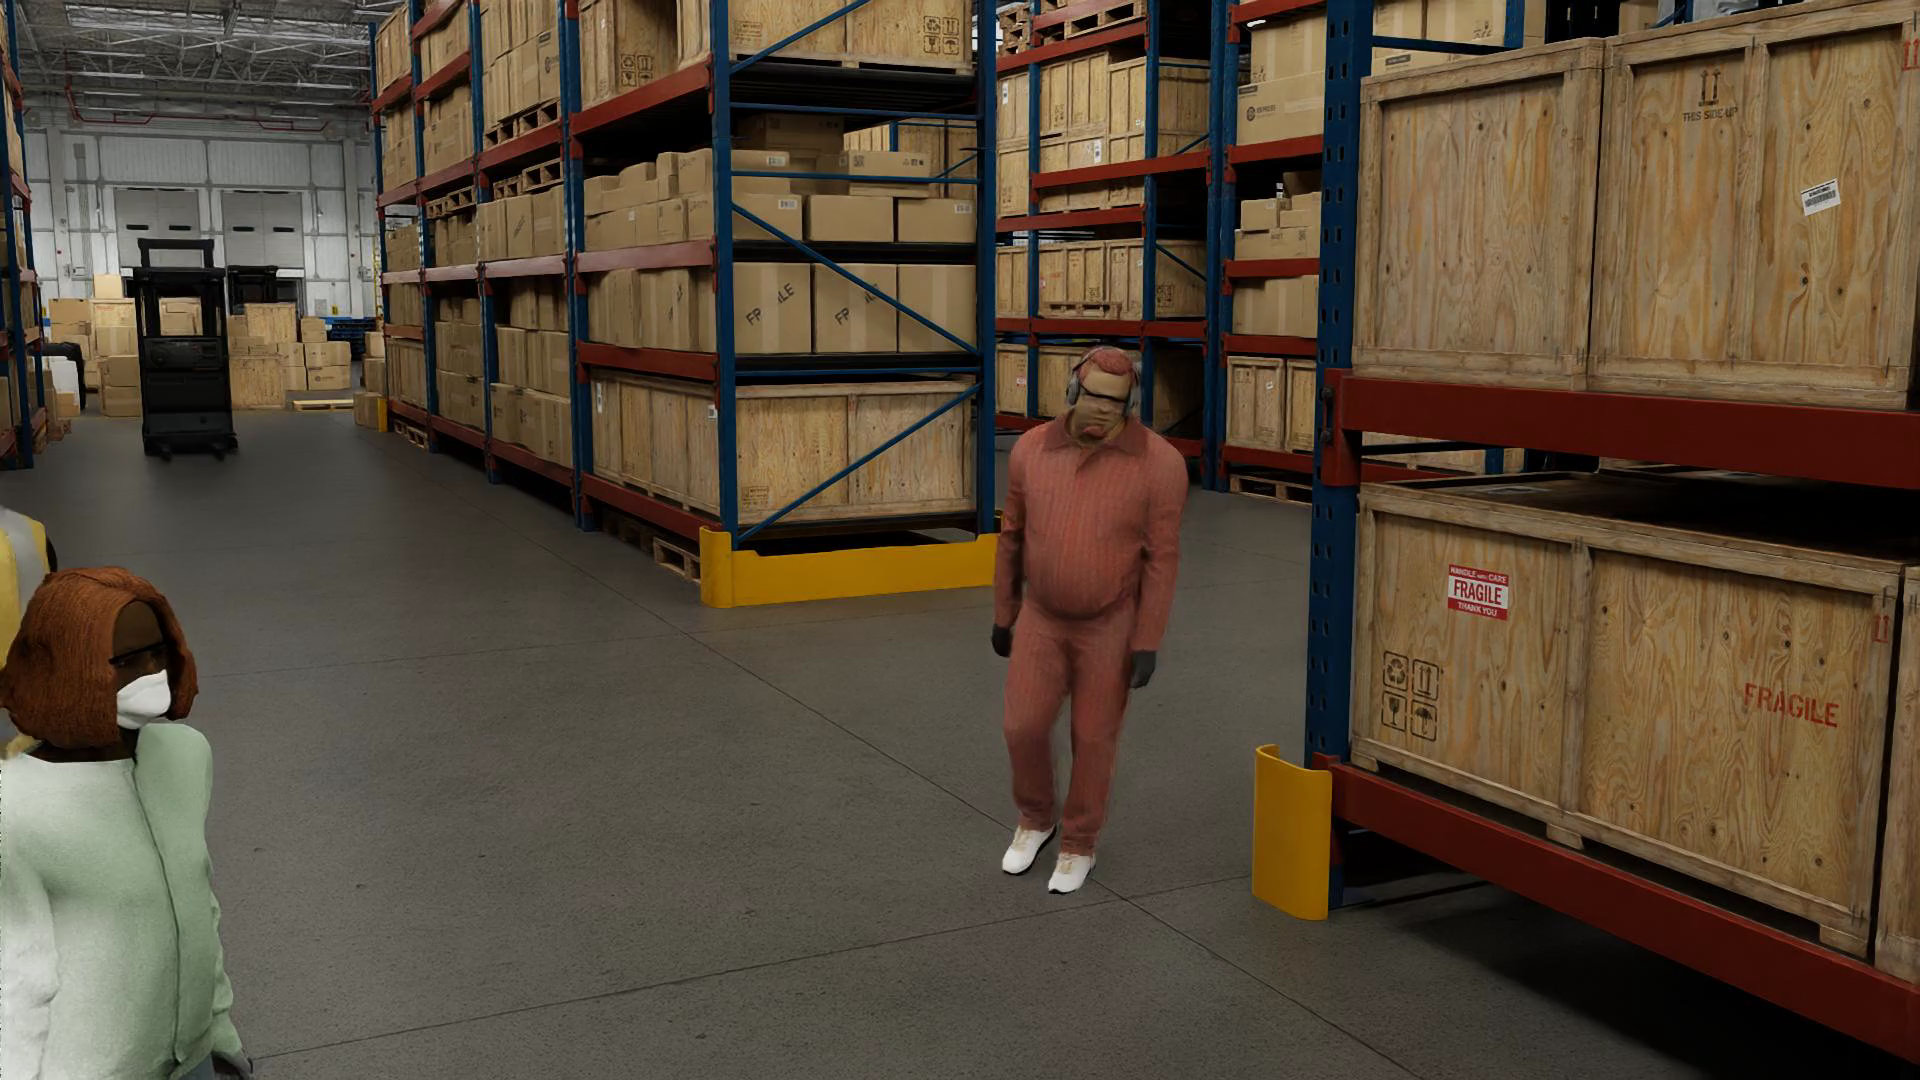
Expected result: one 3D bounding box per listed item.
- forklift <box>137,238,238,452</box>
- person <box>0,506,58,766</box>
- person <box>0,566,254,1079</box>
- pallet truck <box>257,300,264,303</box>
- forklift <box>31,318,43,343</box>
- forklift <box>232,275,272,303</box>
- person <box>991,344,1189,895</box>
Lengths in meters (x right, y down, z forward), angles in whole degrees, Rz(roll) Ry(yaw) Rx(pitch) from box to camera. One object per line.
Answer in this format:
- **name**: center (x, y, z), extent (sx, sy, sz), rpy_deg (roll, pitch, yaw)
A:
- **forklift**: center (-10.493, -2.661, 22.441), extent (1.129, 2.768, 1.873), rpy_deg (-4, 9, -26)
- **person**: center (-2.212, 0.596, 3.652), extent (0.817, 1.805, 0.652), rpy_deg (7, 11, 38)
- **person**: center (-1.271, 0.845, 2.536), extent (0.276, 1.633, 0.507), rpy_deg (2, 8, 11)
- **pallet truck**: center (-23.913, -7.404, 58.171), extent (1.885, 1.965, 0.823), rpy_deg (-1, 8, -9)
- **forklift**: center (-30.587, -7.279, 54.283), extent (1.129, 2.768, 1.873), rpy_deg (-4, 9, -26)
- **forklift**: center (-17.112, -5.252, 40.304), extent (1.129, 2.768, 1.873), rpy_deg (-4, 9, -26)
- **person**: center (0.412, 0.281, 5.615), extent (0.689, 1.874, 0.413), rpy_deg (3, 9, 22)
